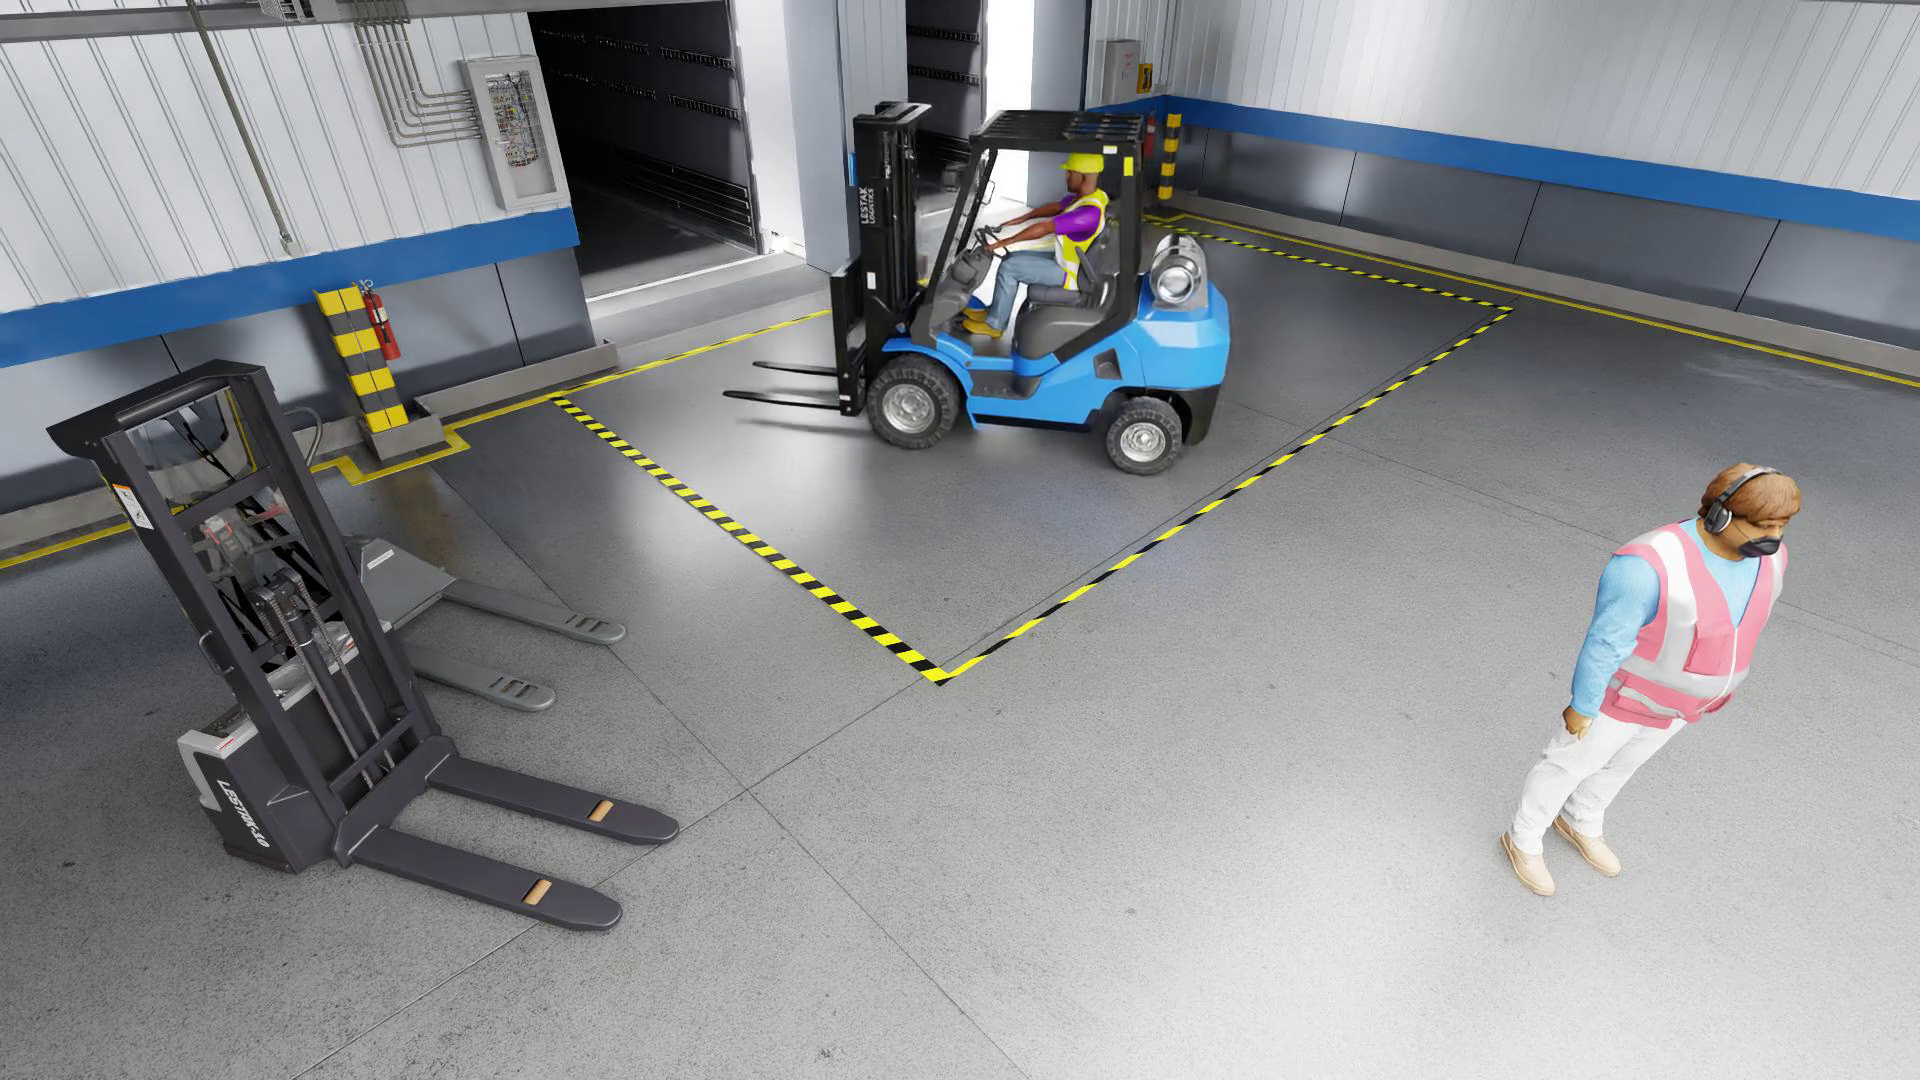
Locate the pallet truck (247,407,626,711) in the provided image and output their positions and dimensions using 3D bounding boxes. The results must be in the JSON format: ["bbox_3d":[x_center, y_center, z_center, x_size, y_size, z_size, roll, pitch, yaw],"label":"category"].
[{"bbox_3d":[-2.628,0.038,4.590,1.601,1.201,0.680,12,36,18],"label":"pallet truck"}]

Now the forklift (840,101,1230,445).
[{"bbox_3d":[0.547,-1.874,6.413,2.680,2.036,1.157,7,35,10],"label":"forklift"}]

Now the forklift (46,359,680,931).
[{"bbox_3d":[-2.135,0.422,3.354,1.885,1.965,0.823,10,35,14],"label":"forklift"}]

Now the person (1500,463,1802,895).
[{"bbox_3d":[2.468,0.550,3.303,0.625,1.844,0.429,-8,35,-12],"label":"person"}]

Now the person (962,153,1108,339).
[{"bbox_3d":[0.491,-2.040,6.325,1.004,1.294,0.635,7,35,10],"label":"person"}]
